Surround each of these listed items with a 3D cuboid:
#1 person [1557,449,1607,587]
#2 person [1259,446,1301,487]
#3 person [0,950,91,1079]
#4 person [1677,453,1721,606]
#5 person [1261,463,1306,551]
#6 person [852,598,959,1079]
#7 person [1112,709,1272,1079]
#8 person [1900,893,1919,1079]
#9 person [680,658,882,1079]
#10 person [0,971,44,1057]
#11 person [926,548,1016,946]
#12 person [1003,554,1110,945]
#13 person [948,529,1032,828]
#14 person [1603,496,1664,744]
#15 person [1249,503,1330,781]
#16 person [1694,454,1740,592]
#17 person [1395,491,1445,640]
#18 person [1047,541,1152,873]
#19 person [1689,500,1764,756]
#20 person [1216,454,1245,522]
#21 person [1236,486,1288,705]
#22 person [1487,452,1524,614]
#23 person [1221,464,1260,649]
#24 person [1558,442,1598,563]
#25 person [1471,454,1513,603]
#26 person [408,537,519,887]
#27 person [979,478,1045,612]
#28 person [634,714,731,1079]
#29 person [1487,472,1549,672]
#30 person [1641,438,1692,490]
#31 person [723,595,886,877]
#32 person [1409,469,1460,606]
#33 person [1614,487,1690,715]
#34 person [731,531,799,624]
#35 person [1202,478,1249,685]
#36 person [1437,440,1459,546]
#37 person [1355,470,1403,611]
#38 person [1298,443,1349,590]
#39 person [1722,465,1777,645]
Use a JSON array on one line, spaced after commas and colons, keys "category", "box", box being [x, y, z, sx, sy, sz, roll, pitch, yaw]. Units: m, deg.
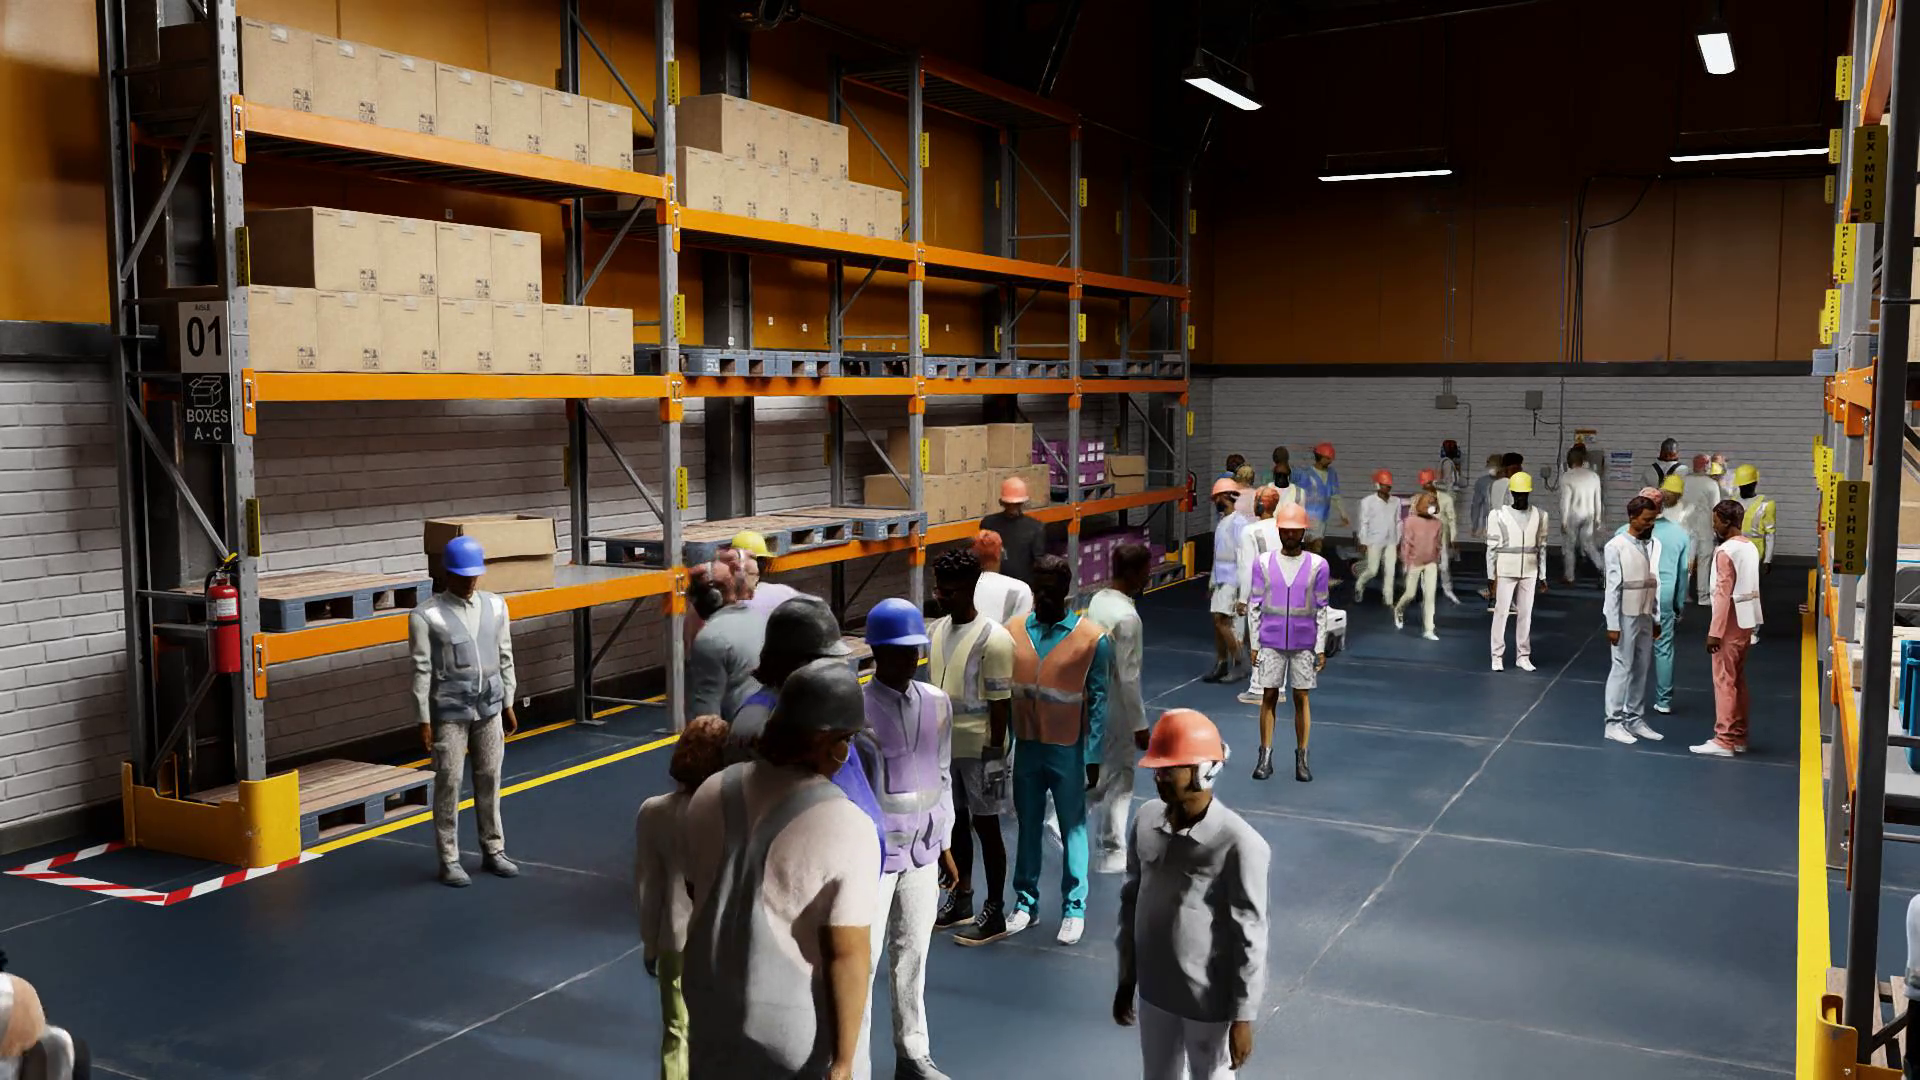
[{"category": "person", "box": [8.422, -0.276, 22.428, 0.643, 1.909, 0.768, -2, 6, -16]}, {"category": "person", "box": [4.549, -0.379, 23.520, 0.682, 1.898, 0.932, -1, 5, -14]}, {"category": "person", "box": [-2.075, 1.593, 3.527, 0.551, 1.658, 0.515, -5, 7, -42]}, {"category": "person", "box": [9.244, -0.128, 20.776, 0.403, 1.904, 0.650, -3, 6, -29]}, {"category": "person", "box": [3.813, -0.004, 19.811, 0.619, 1.838, 0.430, 0, 5, 5]}, {"category": "person", "box": [-0.264, 1.189, 6.360, 0.605, 1.951, 0.381, -4, 7, -40]}, {"category": "person", "box": [0.707, 1.399, 5.210, 0.332, 1.746, 0.582, -4, 7, -38]}, {"category": "person", "box": [2.831, 1.486, 4.519, 0.540, 1.695, 0.317, 1, 5, 13]}, {"category": "person", "box": [-0.575, 1.306, 4.623, 0.701, 2.000, 0.872, 3, 6, 31]}, {"category": "person", "box": [-2.177, 1.502, 3.383, 0.597, 1.894, 0.880, -3, 6, -32]}, {"category": "person", "box": [0.027, 1.013, 8.255, 0.378, 1.958, 0.599, -5, 7, -41]}, {"category": "person", "box": [0.452, 1.025, 8.284, 0.593, 1.922, 0.392, 3, 6, 26]}, {"category": "person", "box": [0.173, 0.865, 10.381, 0.585, 1.861, 0.756, 1, 5, 11]}, {"category": "person", "box": [5.192, 0.608, 12.858, 0.599, 1.909, 0.402, -3, 6, -33]}, {"category": "person", "box": [2.287, 0.708, 11.583, 0.542, 1.943, 0.348, 1, 5, 13]}, {"category": "person", "box": [10.168, -0.243, 22.341, 0.649, 1.854, 1.014, 4, 7, 35]}, {"category": "person", "box": [4.996, 0.260, 18.113, 0.508, 1.613, 0.640, -1, 5, -11]}, {"category": "person", "box": [0.818, 0.946, 9.285, 0.520, 1.894, 0.628, -1, 5, -8]}, {"category": "person", "box": [5.752, 0.652, 12.403, 0.414, 1.907, 0.593, 5, 7, 41]}, {"category": "person", "box": [3.639, -0.224, 22.174, 0.430, 1.841, 0.624, -1, 5, -12]}, {"category": "person", "box": [2.638, 0.478, 14.362, 0.580, 1.884, 0.352, -3, 6, -31]}, {"category": "person", "box": [6.599, -0.085, 20.042, 0.373, 1.957, 0.606, -2, 6, -18]}, {"category": "person", "box": [2.962, 0.173, 17.352, 0.627, 1.941, 0.370, -3, 6, -27]}, {"category": "person", "box": [9.566, -0.575, 25.768, 0.574, 1.876, 0.355, 2, 6, 20]}, {"category": "person", "box": [6.836, -0.153, 21.209, 1.063, 1.878, 0.625, -5, 7, -42]}, {"category": "person", "box": [-2.734, 0.939, 9.184, 0.418, 1.933, 0.614, 5, 7, 43]}, {"category": "person", "box": [0.409, 0.445, 14.366, 0.628, 1.946, 0.935, 1, 5, 10]}, {"category": "person", "box": [-0.862, 1.408, 5.686, 0.503, 1.632, 0.274, 1, 5, 14]}, {"category": "person", "box": [5.358, 0.308, 15.969, 0.591, 1.926, 0.387, 0, 5, 0]}, {"category": "person", "box": [9.690, -0.377, 22.731, 0.679, 2.000, 0.537, 4, 7, 38]}, {"category": "person", "box": [-0.524, 1.197, 5.796, 0.535, 2.000, 0.684, 1, 5, 14]}, {"category": "person", "box": [5.894, -0.031, 20.718, 0.606, 1.721, 0.608, 3, 6, 29]}, {"category": "person", "box": [5.725, 0.512, 13.880, 0.651, 1.906, 0.403, 0, 5, -4]}, {"category": "person", "box": [-1.219, 0.884, 10.055, 0.597, 1.883, 0.949, -3, 6, -27]}, {"category": "person", "box": [2.439, 0.384, 15.295, 0.421, 1.899, 0.593, -1, 5, -12]}, {"category": "person", "box": [7.843, -0.667, 26.702, 0.355, 1.883, 0.574, 1, 5, 7]}, {"category": "person", "box": [5.132, -0.006, 20.402, 0.570, 1.735, 0.597, -2, 6, -17]}, {"category": "person", "box": [4.872, -0.318, 22.420, 0.608, 1.971, 1.008, -4, 6, -35]}, {"category": "person", "box": [8.334, 0.156, 17.654, 0.390, 1.917, 0.585, -4, 6, -34]}]
